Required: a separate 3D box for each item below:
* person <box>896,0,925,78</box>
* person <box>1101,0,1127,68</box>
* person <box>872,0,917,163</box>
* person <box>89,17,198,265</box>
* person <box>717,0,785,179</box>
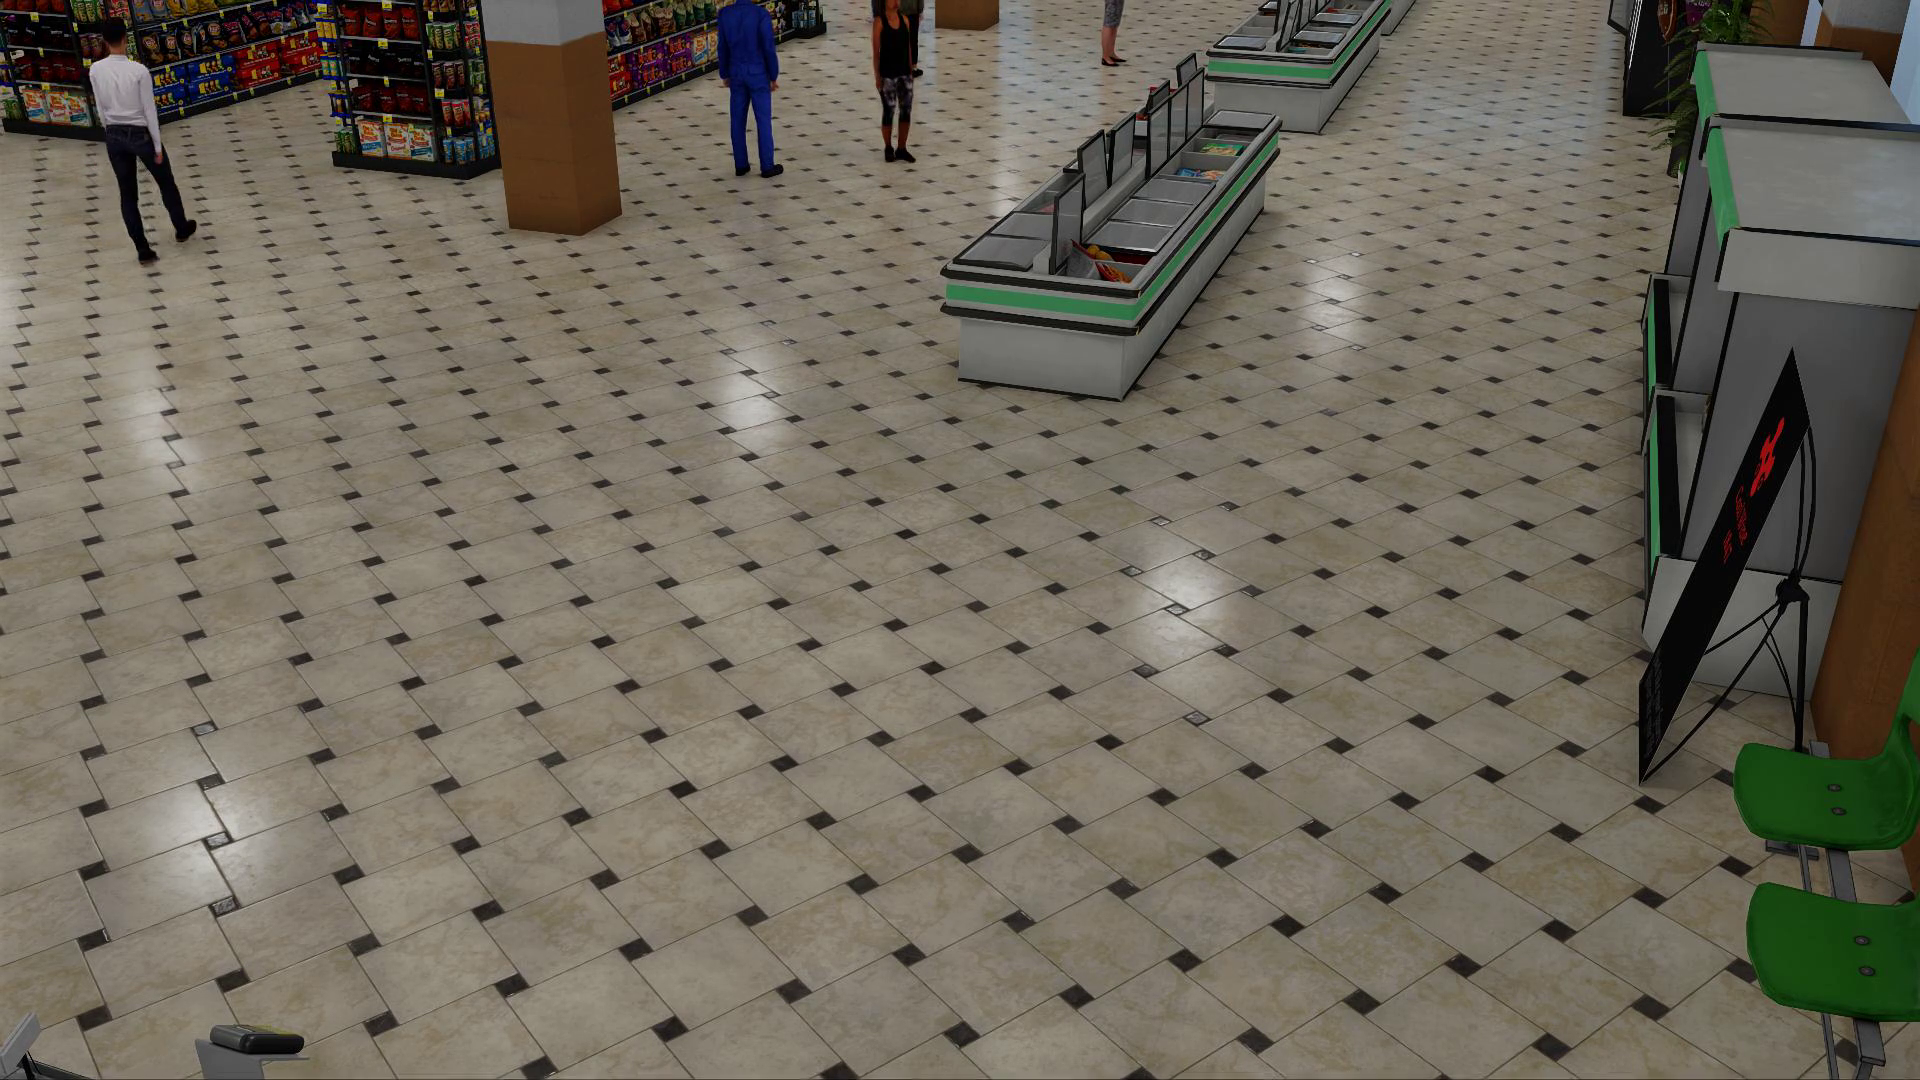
[{"bbox_3d":[-0.639,-6.193,19.485,0.604,1.476,0.541,6,27,11],"label":"person"},{"bbox_3d":[1.860,-6.629,20.092,0.641,1.705,0.458,12,29,23],"label":"person"},{"bbox_3d":[-0.663,-4.473,15.888,0.758,1.662,0.829,-16,31,-29],"label":"person"},{"bbox_3d":[-6.456,-3.058,12.902,0.959,1.840,1.170,-4,27,-8],"label":"person"},{"bbox_3d":[-1.947,-4.281,15.324,0.713,1.829,0.534,9,28,17],"label":"person"}]
